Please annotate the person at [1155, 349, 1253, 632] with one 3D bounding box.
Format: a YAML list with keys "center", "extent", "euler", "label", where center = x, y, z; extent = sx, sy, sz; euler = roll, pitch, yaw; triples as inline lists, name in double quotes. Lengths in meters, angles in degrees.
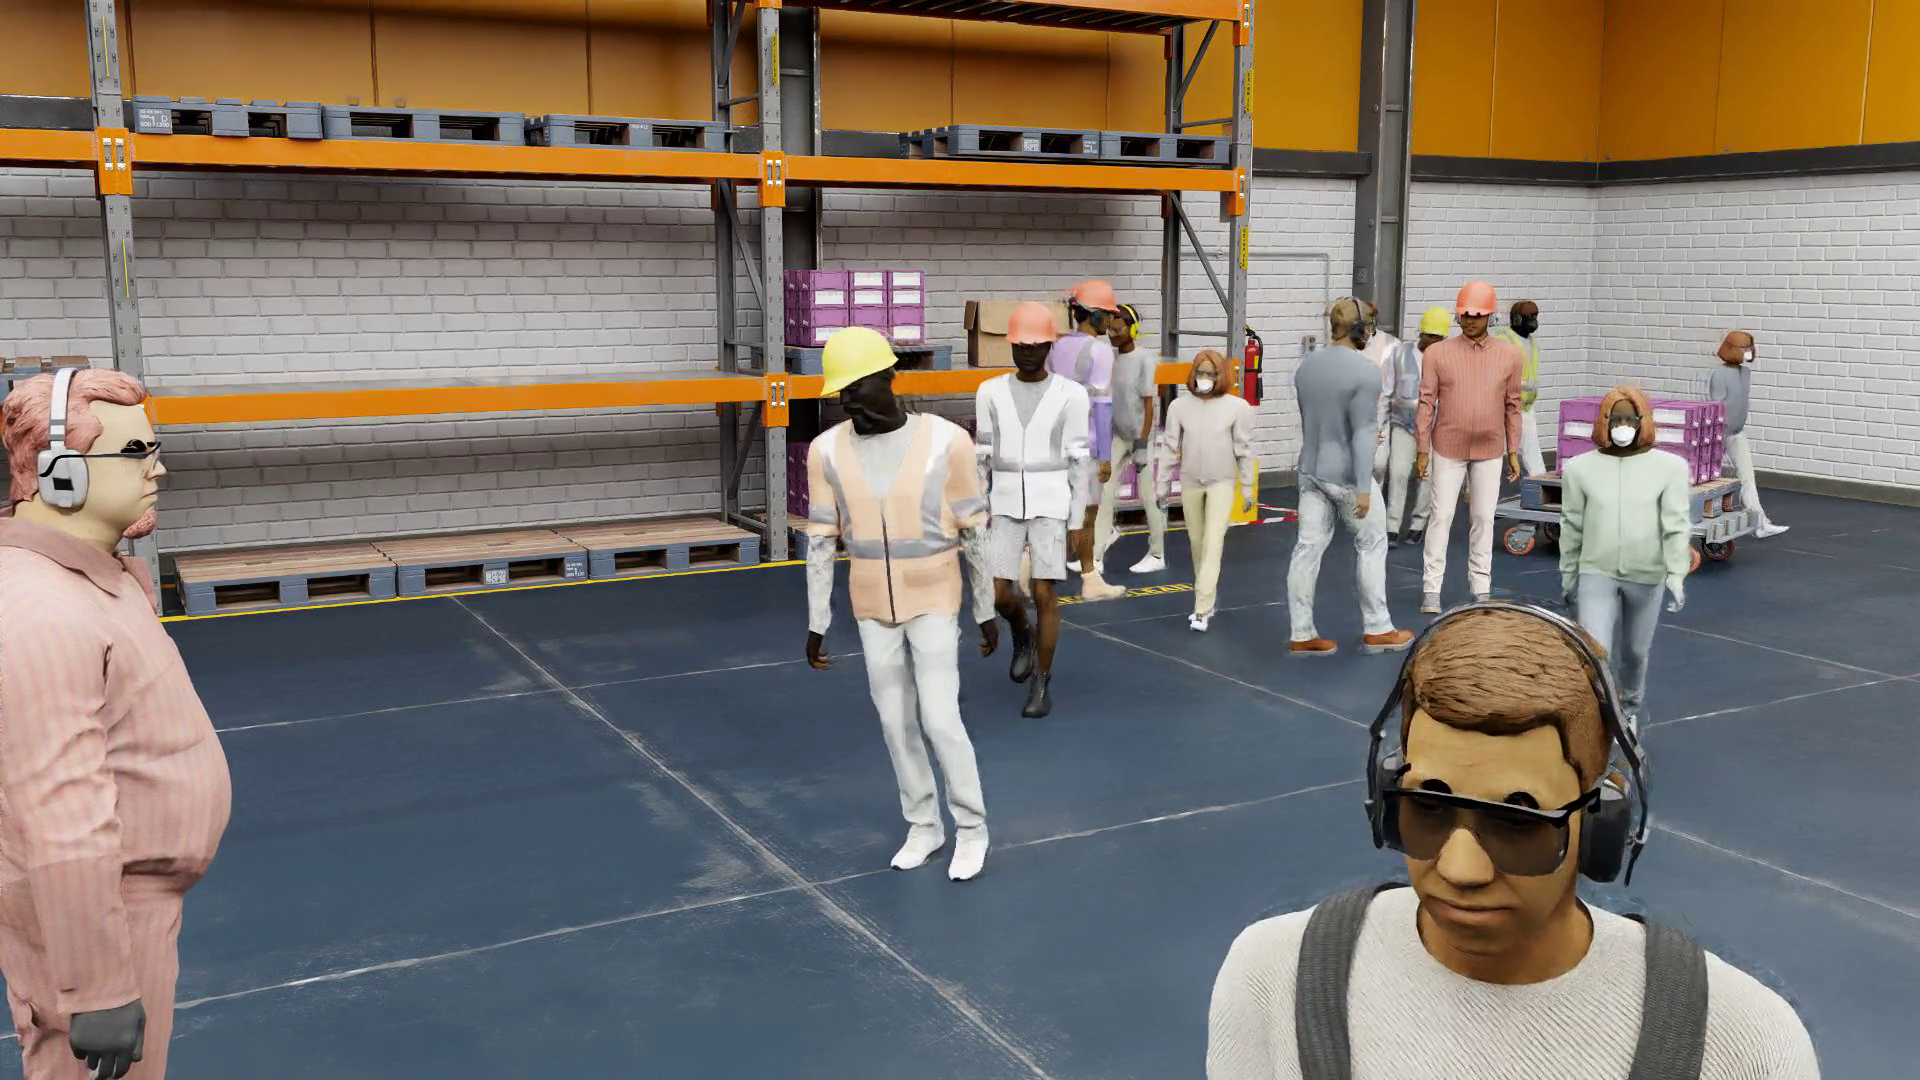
- center: [1.366, -0.277, 9.487]
  extent: [0.536, 1.595, 0.786]
  euler: [5, 10, 26]
  label: "person"

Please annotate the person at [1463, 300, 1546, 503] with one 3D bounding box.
- center: [4.773, -1.148, 14.258]
  extent: [0.623, 1.785, 0.975]
  euler: [-7, 12, -38]
  label: "person"

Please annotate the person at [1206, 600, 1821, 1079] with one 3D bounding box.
- center: [0.411, 0.945, 1.455]
  extent: [0.538, 1.791, 0.965]
  euler: [5, 11, 30]
  label: "person"

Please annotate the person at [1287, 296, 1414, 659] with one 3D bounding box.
- center: [2.096, -0.327, 8.857]
  extent: [0.857, 1.906, 0.652]
  euler: [-5, 11, -29]
  label: "person"

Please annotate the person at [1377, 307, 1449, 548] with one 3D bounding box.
- center: [3.356, -0.809, 12.206]
  extent: [0.658, 1.776, 0.793]
  euler: [3, 10, 20]
  label: "person"

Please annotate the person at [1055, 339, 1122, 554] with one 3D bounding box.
- center: [0.832, -0.648, 11.784]
  extent: [0.840, 1.599, 0.530]
  euler: [-5, 11, -30]
  label: "person"

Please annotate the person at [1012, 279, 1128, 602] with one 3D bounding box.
- center: [0.653, -0.576, 10.112]
  extent: [0.822, 2.013, 0.623]
  euler: [-4, 10, -25]
  label: "person"

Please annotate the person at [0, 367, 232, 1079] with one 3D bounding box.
- center: [-1.468, 0.656, 2.886]
  extent: [0.401, 1.906, 0.651]
  euler: [-5, 10, -26]
  label: "person"

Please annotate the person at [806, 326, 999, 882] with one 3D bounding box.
- center: [-0.207, 0.221, 5.618]
  extent: [0.636, 1.875, 0.531]
  euler: [3, 10, 17]
  label: "person"

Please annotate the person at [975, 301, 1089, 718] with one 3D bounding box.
- center: [0.341, -0.151, 7.777]
  extent: [0.546, 1.923, 0.551]
  euler: [3, 10, 16]
  label: "person"

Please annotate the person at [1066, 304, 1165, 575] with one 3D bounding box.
- center: [1.062, -0.651, 11.105]
  extent: [0.889, 1.820, 0.548]
  euler: [-7, 12, -36]
  label: "person"

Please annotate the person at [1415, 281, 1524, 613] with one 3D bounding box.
- center: [3.031, -0.537, 9.906]
  extent: [0.623, 1.986, 0.397]
  euler: [1, 9, 5]
  label: "person"

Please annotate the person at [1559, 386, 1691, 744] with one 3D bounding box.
- center: [2.758, 0.148, 6.945]
  extent: [0.501, 1.590, 0.874]
  euler: [4, 10, 21]
  label: "person"

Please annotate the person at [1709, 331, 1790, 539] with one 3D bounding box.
- center: [5.916, -0.800, 12.723]
  extent: [0.519, 1.579, 0.867]
  euler: [-6, 11, -34]
  label: "person"

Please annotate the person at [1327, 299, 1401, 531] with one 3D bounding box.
- center: [3.188, -0.992, 13.188]
  extent: [0.641, 1.823, 0.590]
  euler: [3, 10, 18]
  label: "person"
